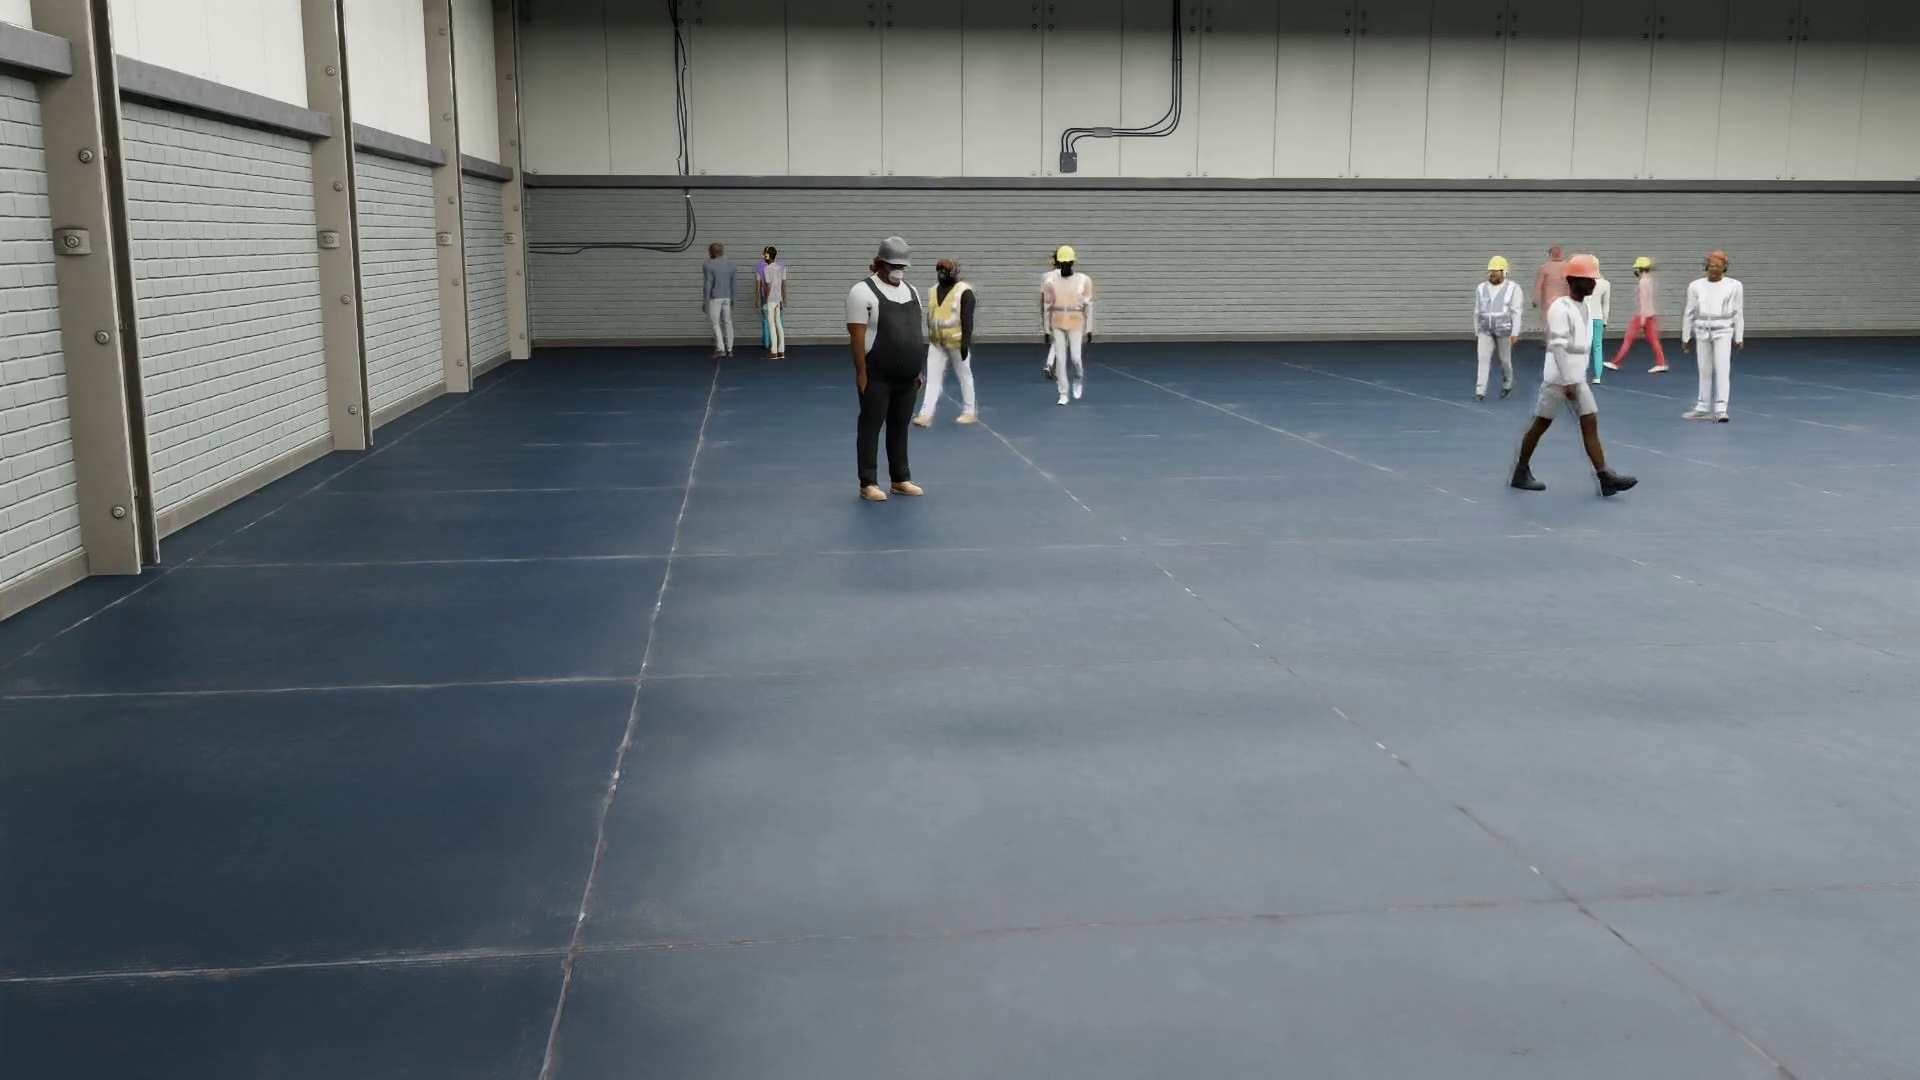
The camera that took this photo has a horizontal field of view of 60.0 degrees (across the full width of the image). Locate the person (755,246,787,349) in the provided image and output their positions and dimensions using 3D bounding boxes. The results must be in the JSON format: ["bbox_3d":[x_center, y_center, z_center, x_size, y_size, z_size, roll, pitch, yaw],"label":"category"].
[{"bbox_3d":[-3.411,-4.373,30.077,0.570,1.845,0.384,-3,11,-15],"label":"person"}]

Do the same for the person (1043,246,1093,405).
[{"bbox_3d":[1.305,-2.591,20.113,0.613,1.914,0.487,3,11,15],"label":"person"}]

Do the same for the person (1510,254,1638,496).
[{"bbox_3d":[4.824,-1.284,13.052,0.553,1.879,1.035,-8,13,-38],"label":"person"}]

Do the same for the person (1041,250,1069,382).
[{"bbox_3d":[1.434,-3.114,23.156,0.521,1.856,0.389,8,13,36],"label":"person"}]

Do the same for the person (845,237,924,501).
[{"bbox_3d":[-0.519,-1.330,12.862,0.672,2.000,0.536,-9,14,-42],"label":"person"}]

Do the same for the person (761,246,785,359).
[{"bbox_3d":[-3.130,-3.952,27.711,0.309,1.868,0.535,5,12,27],"label":"person"}]

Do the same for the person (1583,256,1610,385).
[{"bbox_3d":[8.619,-3.006,22.811,0.527,1.765,0.328,0,10,0],"label":"person"}]

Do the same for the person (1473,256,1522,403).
[{"bbox_3d":[6.647,-2.608,20.556,0.596,1.804,0.895,8,13,36],"label":"person"}]

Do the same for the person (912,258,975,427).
[{"bbox_3d":[-0.138,-2.106,17.811,0.644,1.792,0.949,7,13,35],"label":"person"}]

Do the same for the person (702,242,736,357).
[{"bbox_3d":[-4.039,-4.041,28.066,0.450,1.925,0.665,9,14,41],"label":"person"}]

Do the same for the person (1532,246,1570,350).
[{"bbox_3d":[10.552,-4.283,29.537,0.653,1.875,0.890,-2,11,-13],"label":"person"}]

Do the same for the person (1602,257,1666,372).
[{"bbox_3d":[10.173,-3.364,24.915,0.943,1.715,0.528,8,13,36],"label":"person"}]

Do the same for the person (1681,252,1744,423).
[{"bbox_3d":[8.250,-2.213,18.239,0.673,1.857,0.624,10,14,44],"label":"person"}]
